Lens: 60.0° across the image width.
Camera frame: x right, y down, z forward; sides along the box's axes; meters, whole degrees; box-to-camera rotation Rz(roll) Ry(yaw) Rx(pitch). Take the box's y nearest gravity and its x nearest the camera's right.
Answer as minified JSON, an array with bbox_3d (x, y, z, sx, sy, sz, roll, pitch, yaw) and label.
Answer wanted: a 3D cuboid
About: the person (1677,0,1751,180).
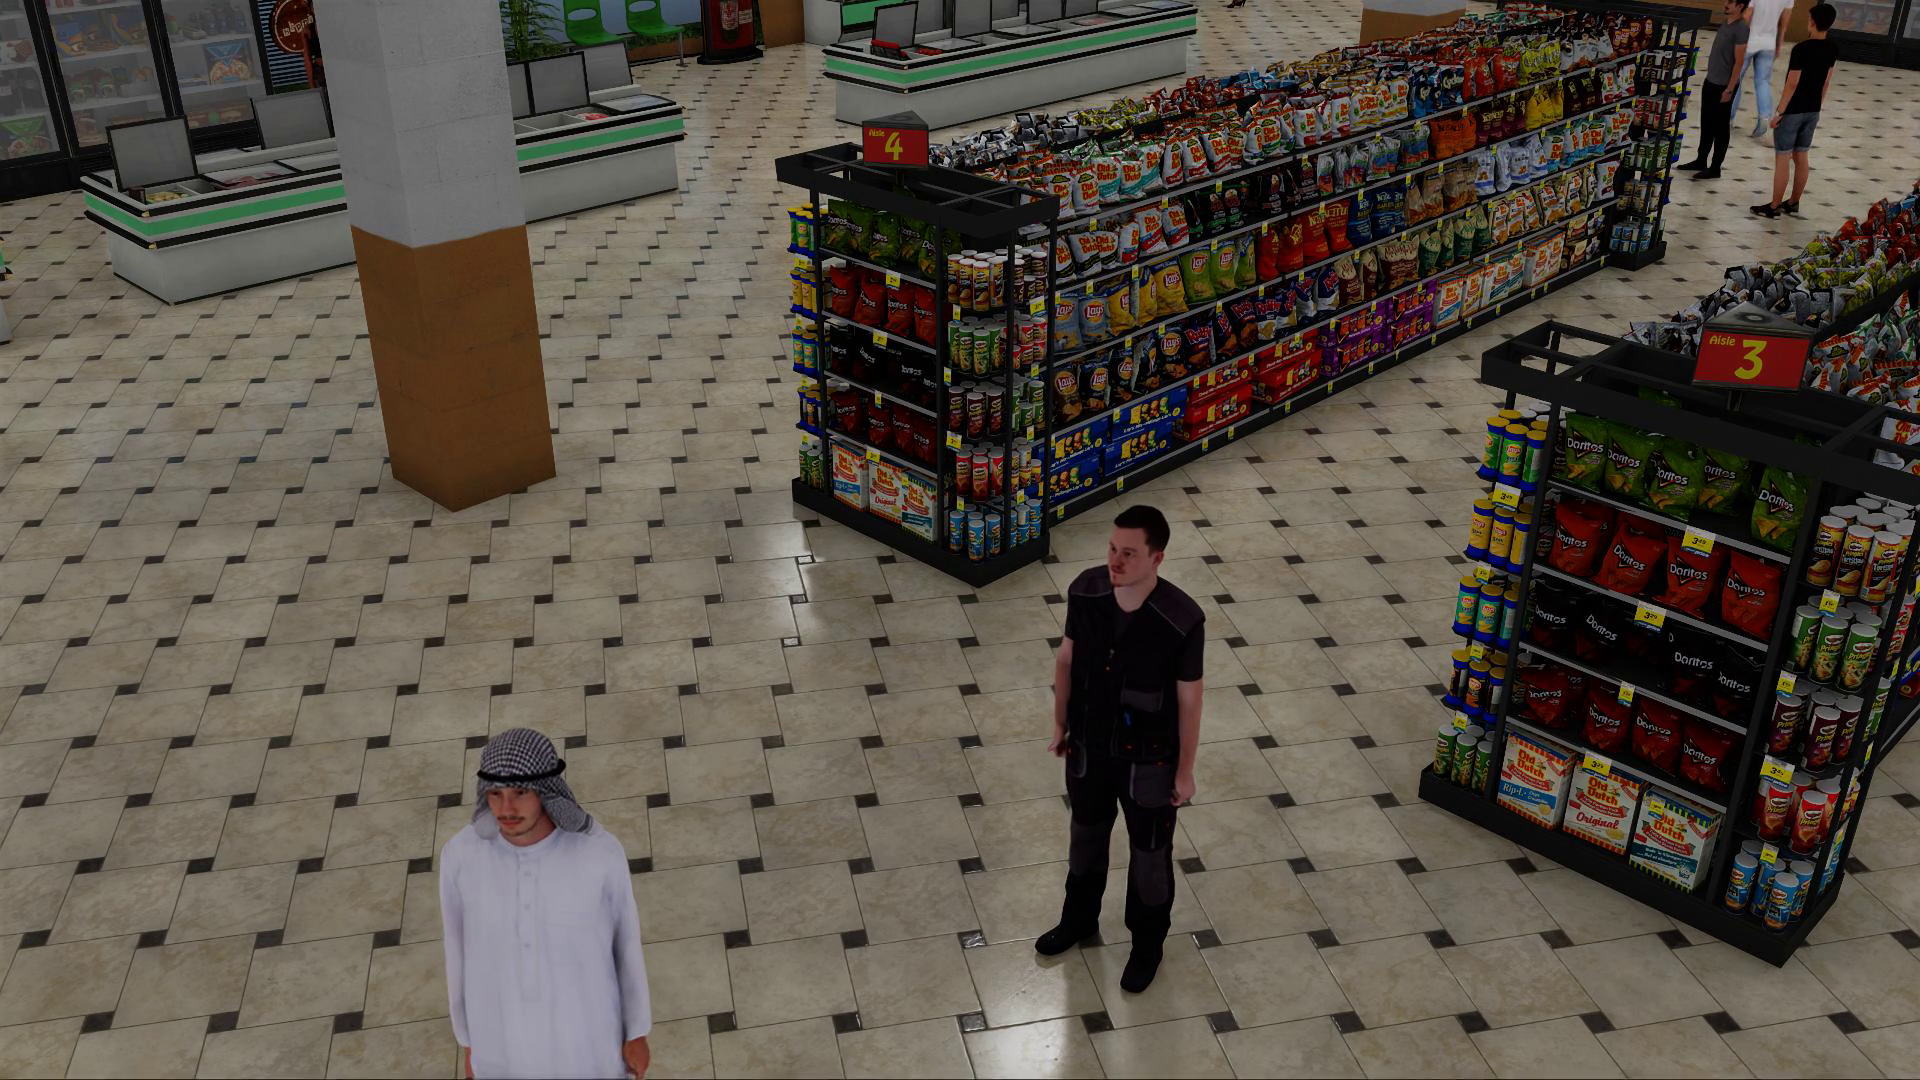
[{"bbox_3d":[7.307,-4.377,15.938,0.756,1.754,0.704,-1,27,-2],"label":"person"}]

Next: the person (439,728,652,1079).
[{"bbox_3d":[-1.104,1.328,4.497,0.803,1.926,0.877,-2,27,-3],"label":"person"}]

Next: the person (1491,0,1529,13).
[{"bbox_3d":[6.959,-6.884,20.817,0.755,1.812,0.840,-4,27,-7],"label":"person"}]

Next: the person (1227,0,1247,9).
[{"bbox_3d":[4.178,-8.840,24.708,0.674,1.781,0.497,19,32,32],"label":"person"}]

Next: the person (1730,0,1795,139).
[{"bbox_3d":[8.338,-5.126,17.323,1.118,1.837,1.225,2,27,5],"label":"person"}]

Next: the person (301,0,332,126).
[{"bbox_3d":[-6.084,-4.428,16.096,0.571,1.700,0.705,-12,29,-22],"label":"person"}]

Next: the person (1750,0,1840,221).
[{"bbox_3d":[7.392,-3.767,14.632,0.641,1.847,0.804,-10,29,-20],"label":"person"}]

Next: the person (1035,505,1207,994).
[{"bbox_3d":[0.577,0.716,5.794,0.748,1.845,0.631,19,32,32],"label":"person"}]
